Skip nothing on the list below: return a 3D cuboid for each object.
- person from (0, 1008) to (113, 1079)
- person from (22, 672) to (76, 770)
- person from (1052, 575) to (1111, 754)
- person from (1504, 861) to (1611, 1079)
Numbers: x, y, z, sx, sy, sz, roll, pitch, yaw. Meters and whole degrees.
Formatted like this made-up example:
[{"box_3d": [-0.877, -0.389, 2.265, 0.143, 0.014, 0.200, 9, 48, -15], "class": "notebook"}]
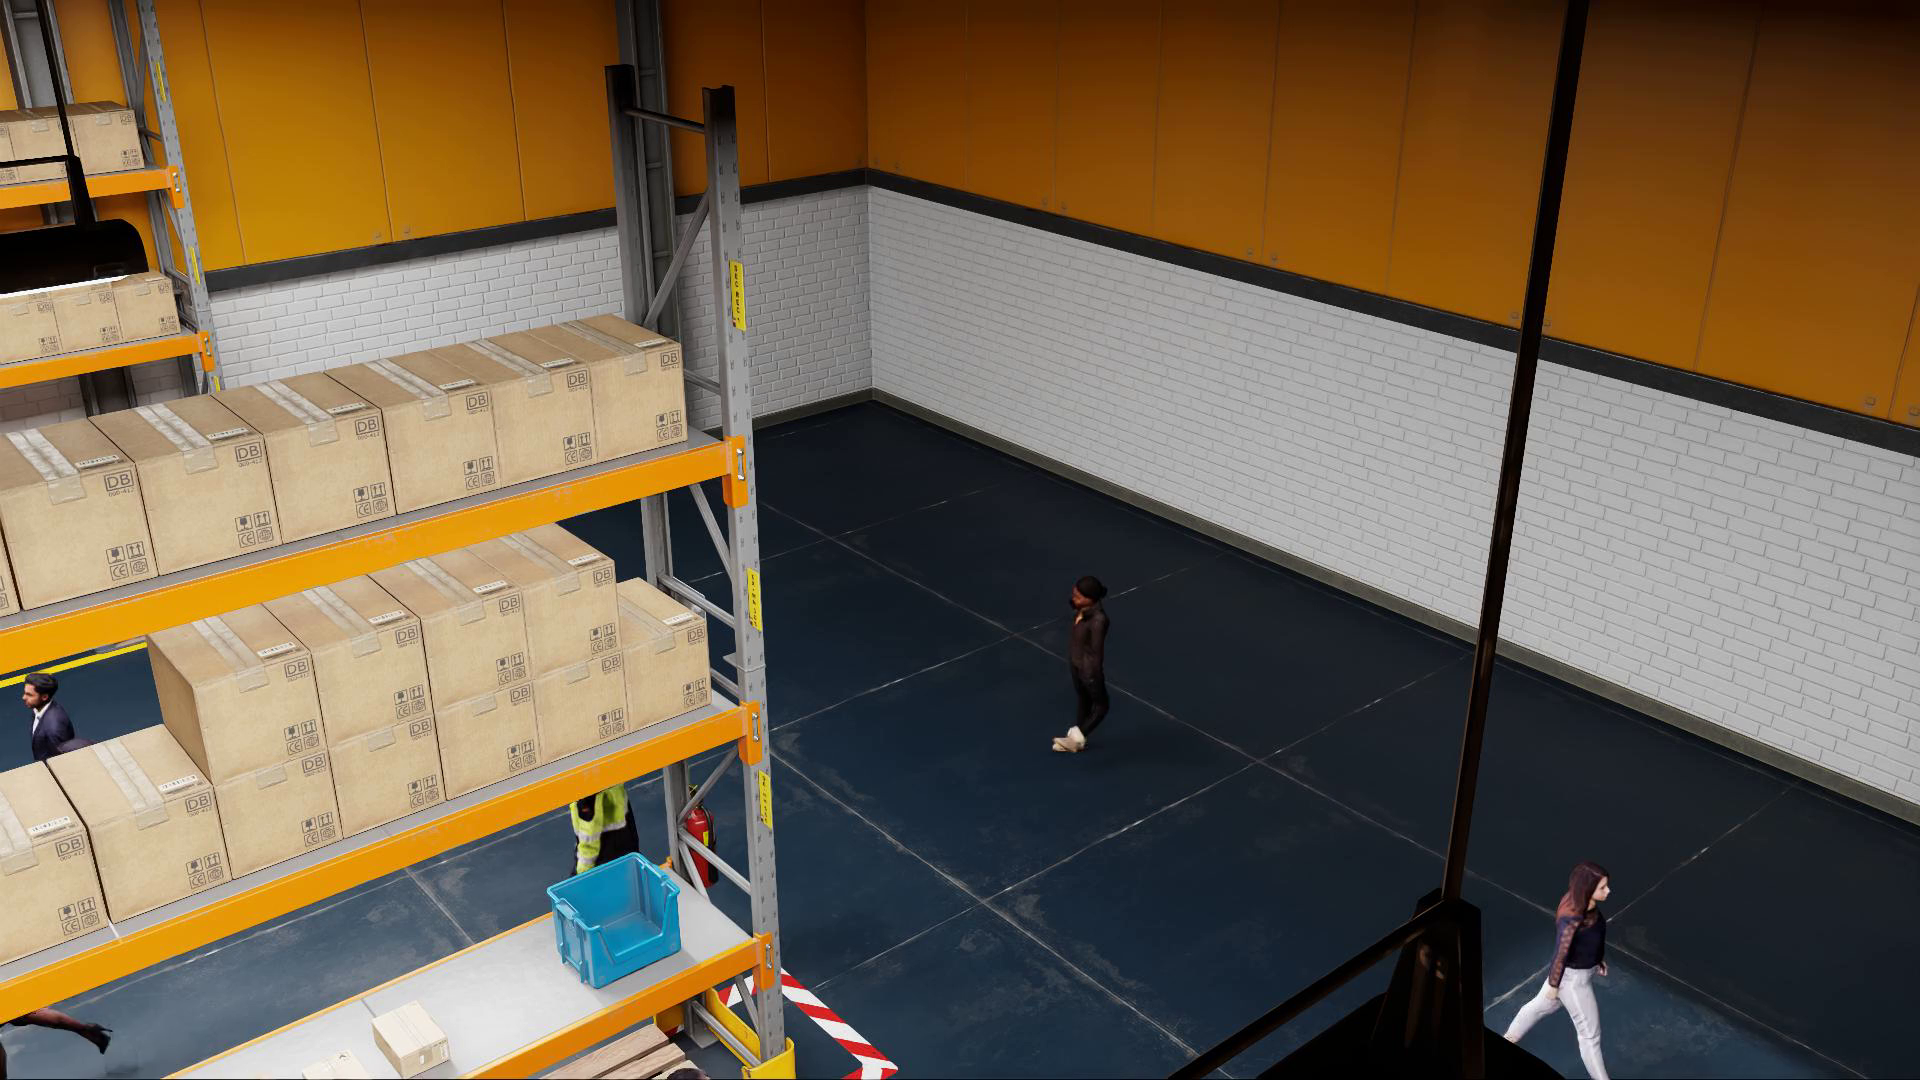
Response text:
[{"box_3d": [-5.572, 2.600, 9.795, 1.050, 1.675, 0.720, -12, 26, -26], "class": "person"}, {"box_3d": [-6.292, 1.690, 11.823, 0.691, 1.718, 0.668, -22, 32, -40], "class": "person"}, {"box_3d": [0.919, 1.043, 13.377, 0.858, 1.657, 0.759, -10, 26, -22], "class": "person"}, {"box_3d": [3.600, 2.595, 9.944, 0.921, 1.563, 1.092, 13, 27, 26], "class": "person"}]
